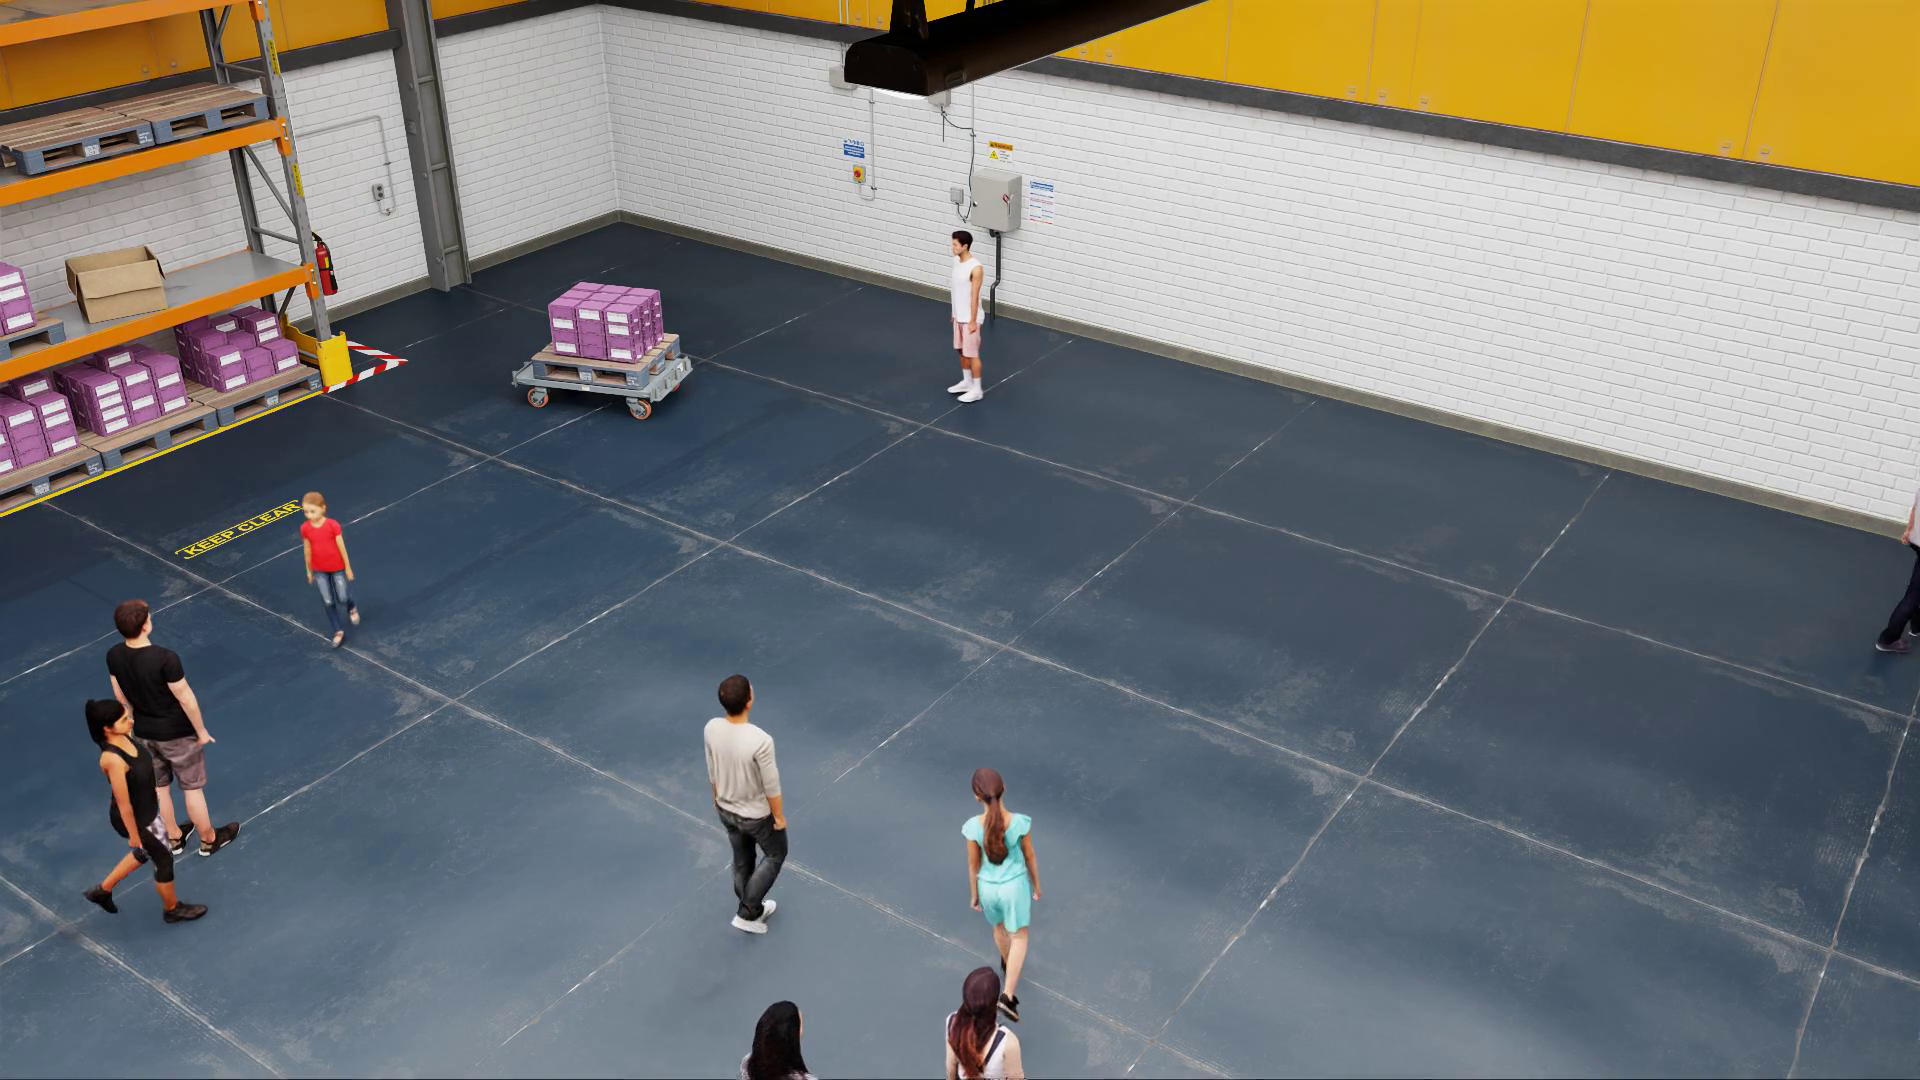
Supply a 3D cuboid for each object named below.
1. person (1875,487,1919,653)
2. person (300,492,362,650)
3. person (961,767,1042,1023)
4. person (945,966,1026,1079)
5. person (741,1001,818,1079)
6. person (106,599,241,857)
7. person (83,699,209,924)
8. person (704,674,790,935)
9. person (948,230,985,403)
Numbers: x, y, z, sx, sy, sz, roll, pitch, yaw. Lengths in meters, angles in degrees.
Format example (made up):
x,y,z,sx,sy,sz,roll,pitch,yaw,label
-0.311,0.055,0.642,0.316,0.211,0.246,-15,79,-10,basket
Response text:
x,y,z,sx,sy,sz,roll,pitch,yaw,label
7.304,0.039,12.636,1.012,1.822,0.963,-3,29,-6,person
-4.870,0.195,12.899,0.666,1.296,0.741,-1,29,-2,person
0.233,2.006,9.335,0.877,1.530,1.034,5,29,8,person
0.096,2.712,7.921,0.593,1.644,0.545,13,31,23,person
-0.850,2.888,7.549,0.724,1.692,1.144,15,32,26,person
-5.028,1.189,10.486,0.769,1.861,0.749,4,29,8,person
-4.976,1.638,9.884,0.977,1.651,0.854,-11,30,-19,person
-1.292,1.617,9.759,0.718,1.807,0.740,14,32,24,person
0.095,-2.296,16.962,0.738,1.778,0.740,-14,32,-25,person
